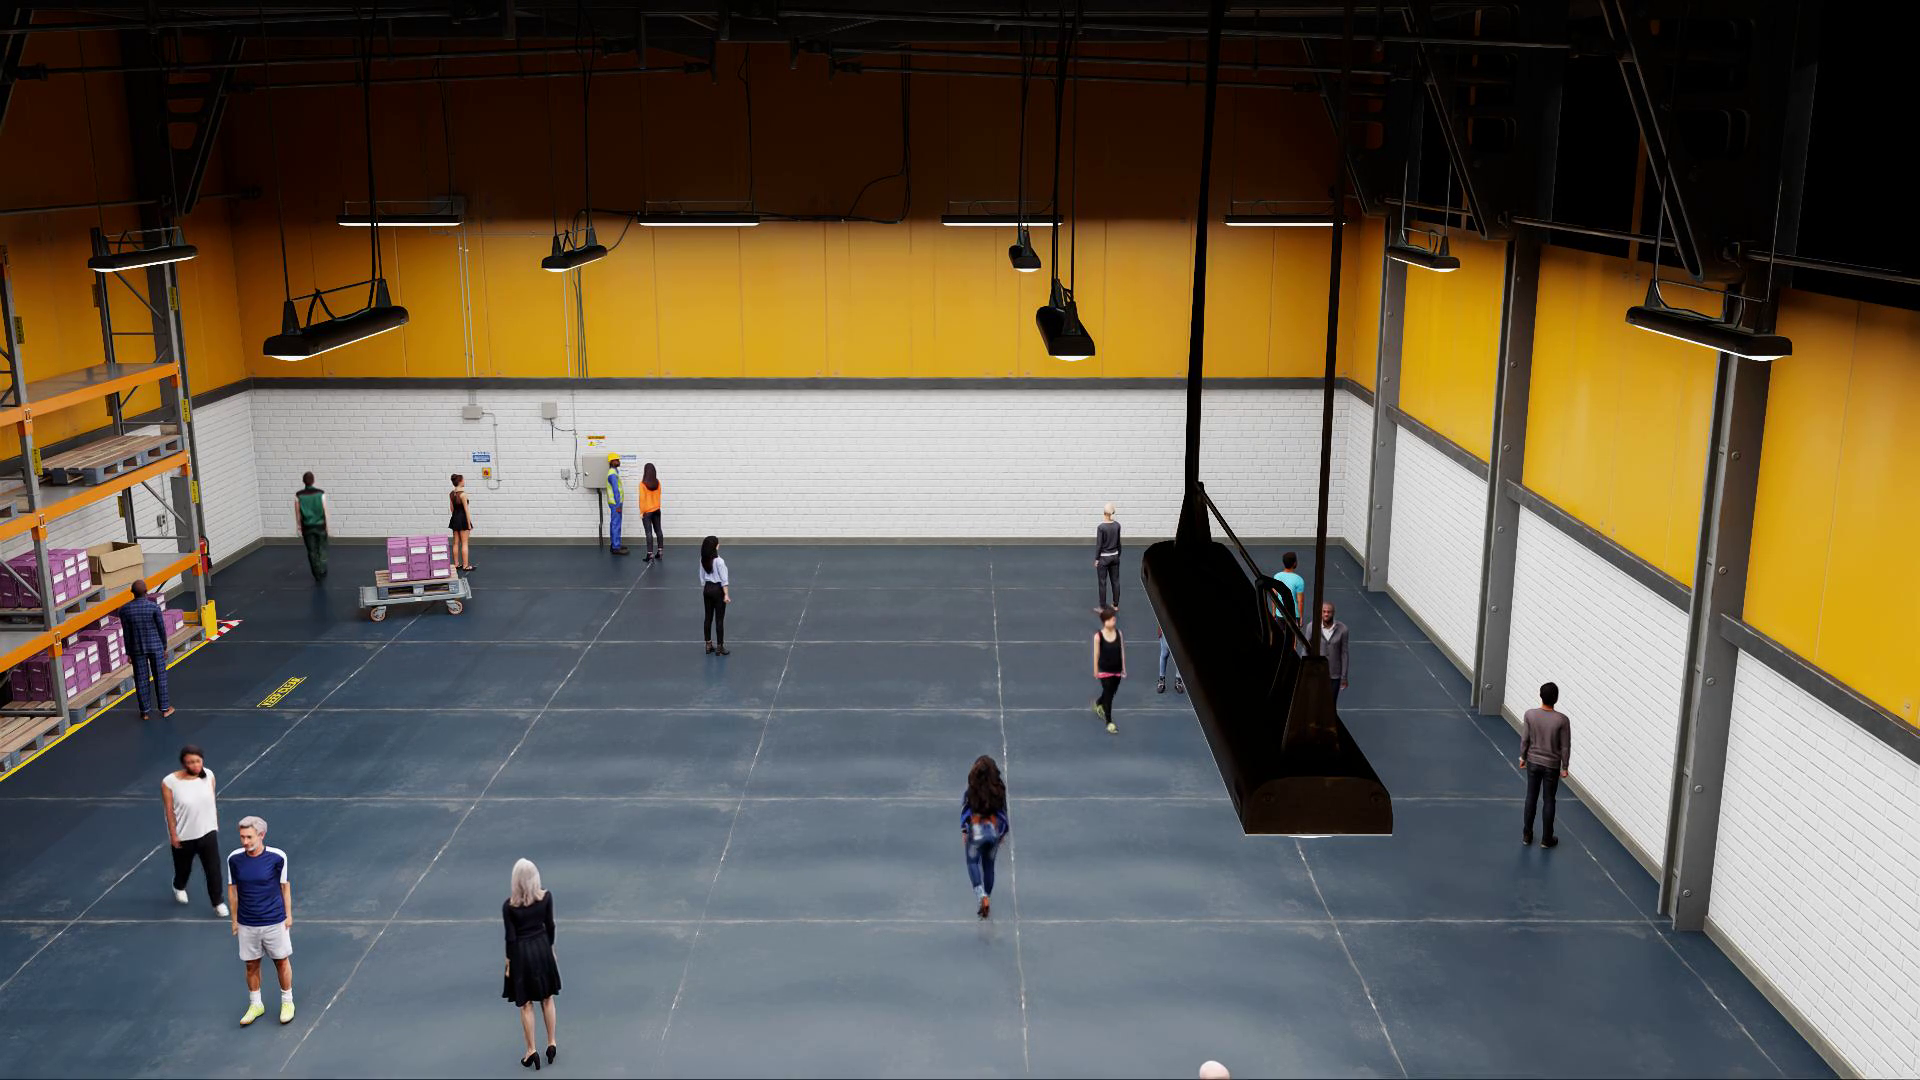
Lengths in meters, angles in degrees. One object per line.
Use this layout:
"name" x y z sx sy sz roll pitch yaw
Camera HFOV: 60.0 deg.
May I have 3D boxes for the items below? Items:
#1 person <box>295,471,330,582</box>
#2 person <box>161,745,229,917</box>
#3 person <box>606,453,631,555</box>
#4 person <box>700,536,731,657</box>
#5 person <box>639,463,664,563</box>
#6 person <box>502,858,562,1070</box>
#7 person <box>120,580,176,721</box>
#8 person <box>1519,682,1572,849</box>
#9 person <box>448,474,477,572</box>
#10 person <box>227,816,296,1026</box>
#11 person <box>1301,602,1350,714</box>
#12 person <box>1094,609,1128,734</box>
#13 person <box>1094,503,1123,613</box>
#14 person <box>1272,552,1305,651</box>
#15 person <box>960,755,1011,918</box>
"person" -10.780 -0.212 27.722 0.850 1.820 1.014 -5 14 -19
"person" -7.330 2.746 15.848 1.061 1.660 1.146 -12 18 -40
"person" -6.133 -0.668 29.622 0.777 1.813 0.608 -3 14 -14
"person" -3.517 0.783 23.774 0.732 1.744 0.750 9 16 33
"person" -5.390 -0.497 29.050 0.767 1.748 0.691 12 18 39
"person" -3.407 3.345 13.189 0.703 1.746 0.744 -10 17 -36
"person" -10.341 1.379 21.154 0.742 1.820 0.732 -5 15 -21
"person" 6.074 2.331 17.331 0.721 1.767 0.712 6 15 22
"person" -8.550 -0.314 28.452 0.679 1.674 0.719 9 16 33
"person" -5.807 3.140 13.844 0.658 1.836 0.571 -2 14 -7
"person" 4.424 1.622 20.155 0.771 1.816 0.649 3 14 10
"person" 1.847 1.600 20.872 0.846 1.523 1.082 -7 15 -26
"person" 2.317 0.263 25.959 0.675 1.726 0.662 -6 15 -25
"person" 4.463 1.031 22.683 0.688 1.776 0.722 11 17 37
"person" 0.229 2.816 15.661 0.674 1.611 0.737 -2 14 -8
